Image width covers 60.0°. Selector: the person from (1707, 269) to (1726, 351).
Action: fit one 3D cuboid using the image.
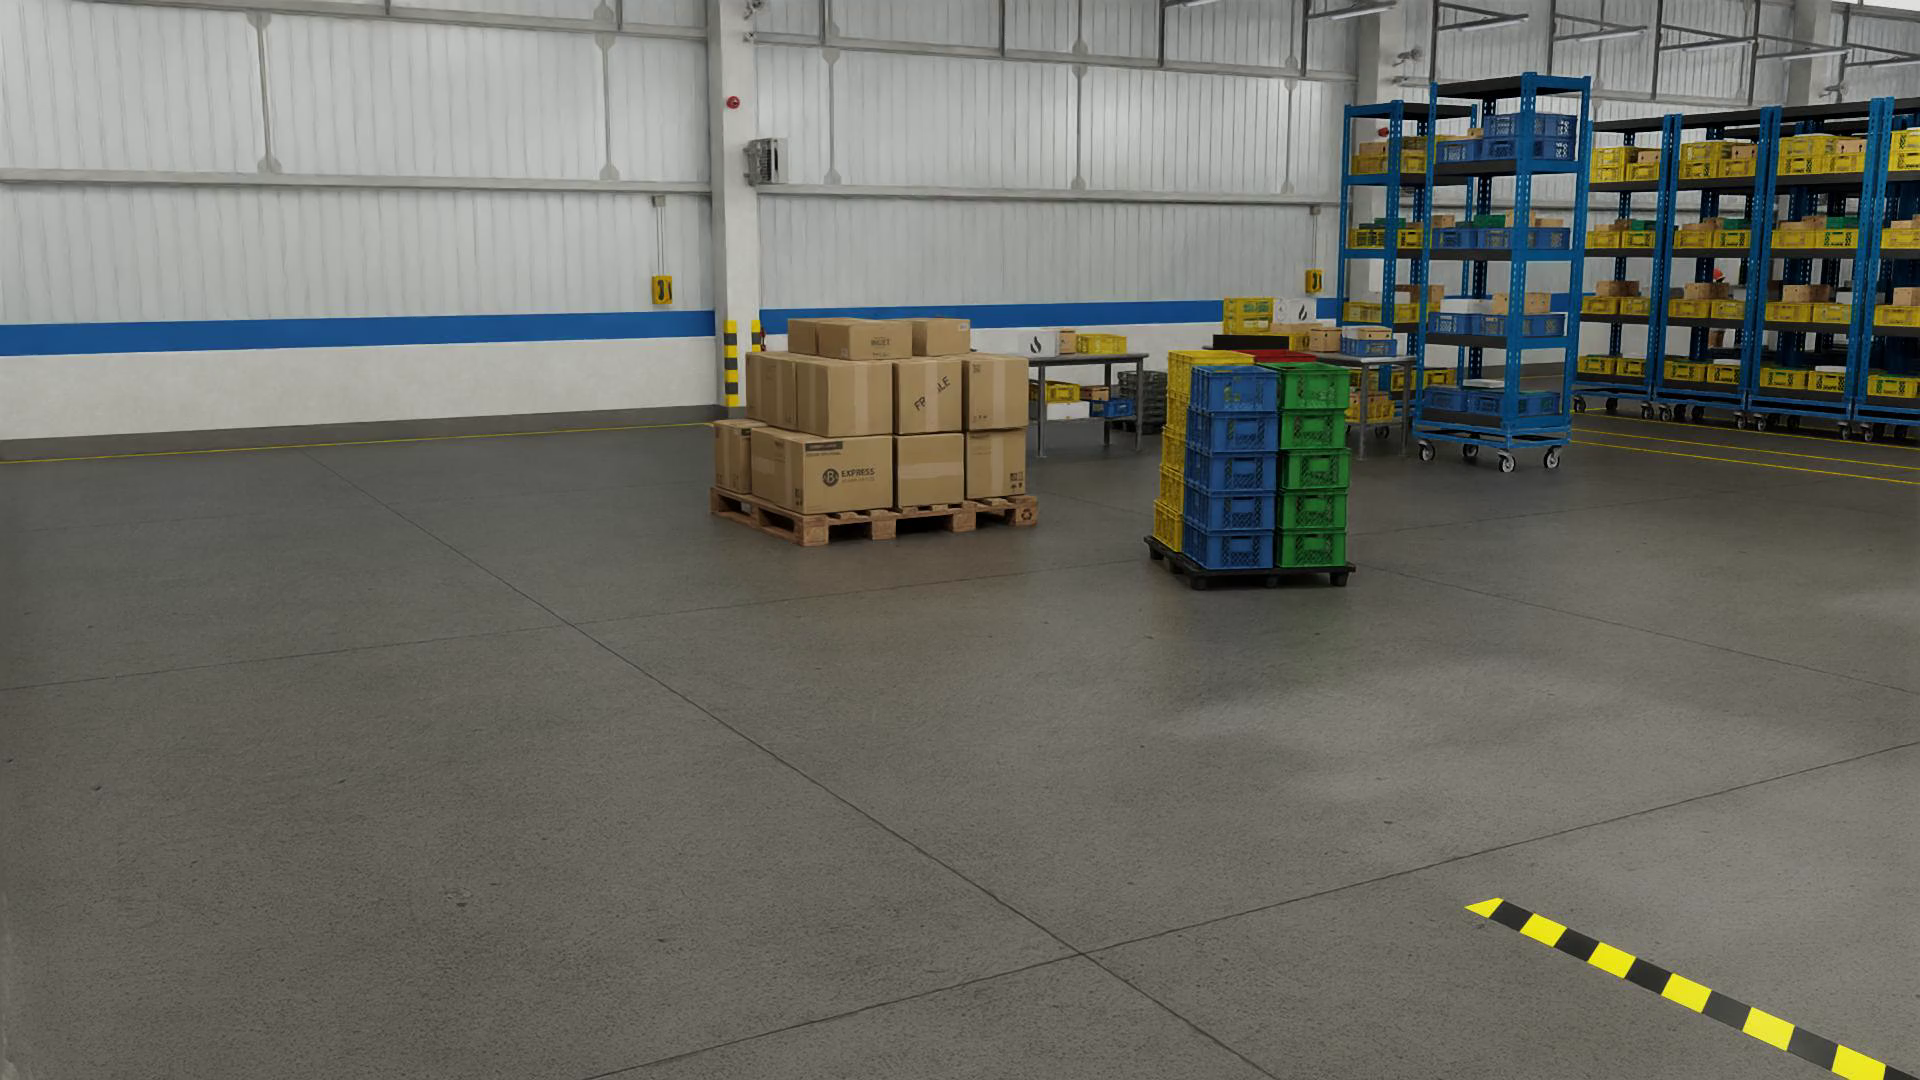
[{"bbox_3d":[11.337,-3.207,25.062,0.563,1.742,0.359,-8,13,-40],"label":"person"}]
